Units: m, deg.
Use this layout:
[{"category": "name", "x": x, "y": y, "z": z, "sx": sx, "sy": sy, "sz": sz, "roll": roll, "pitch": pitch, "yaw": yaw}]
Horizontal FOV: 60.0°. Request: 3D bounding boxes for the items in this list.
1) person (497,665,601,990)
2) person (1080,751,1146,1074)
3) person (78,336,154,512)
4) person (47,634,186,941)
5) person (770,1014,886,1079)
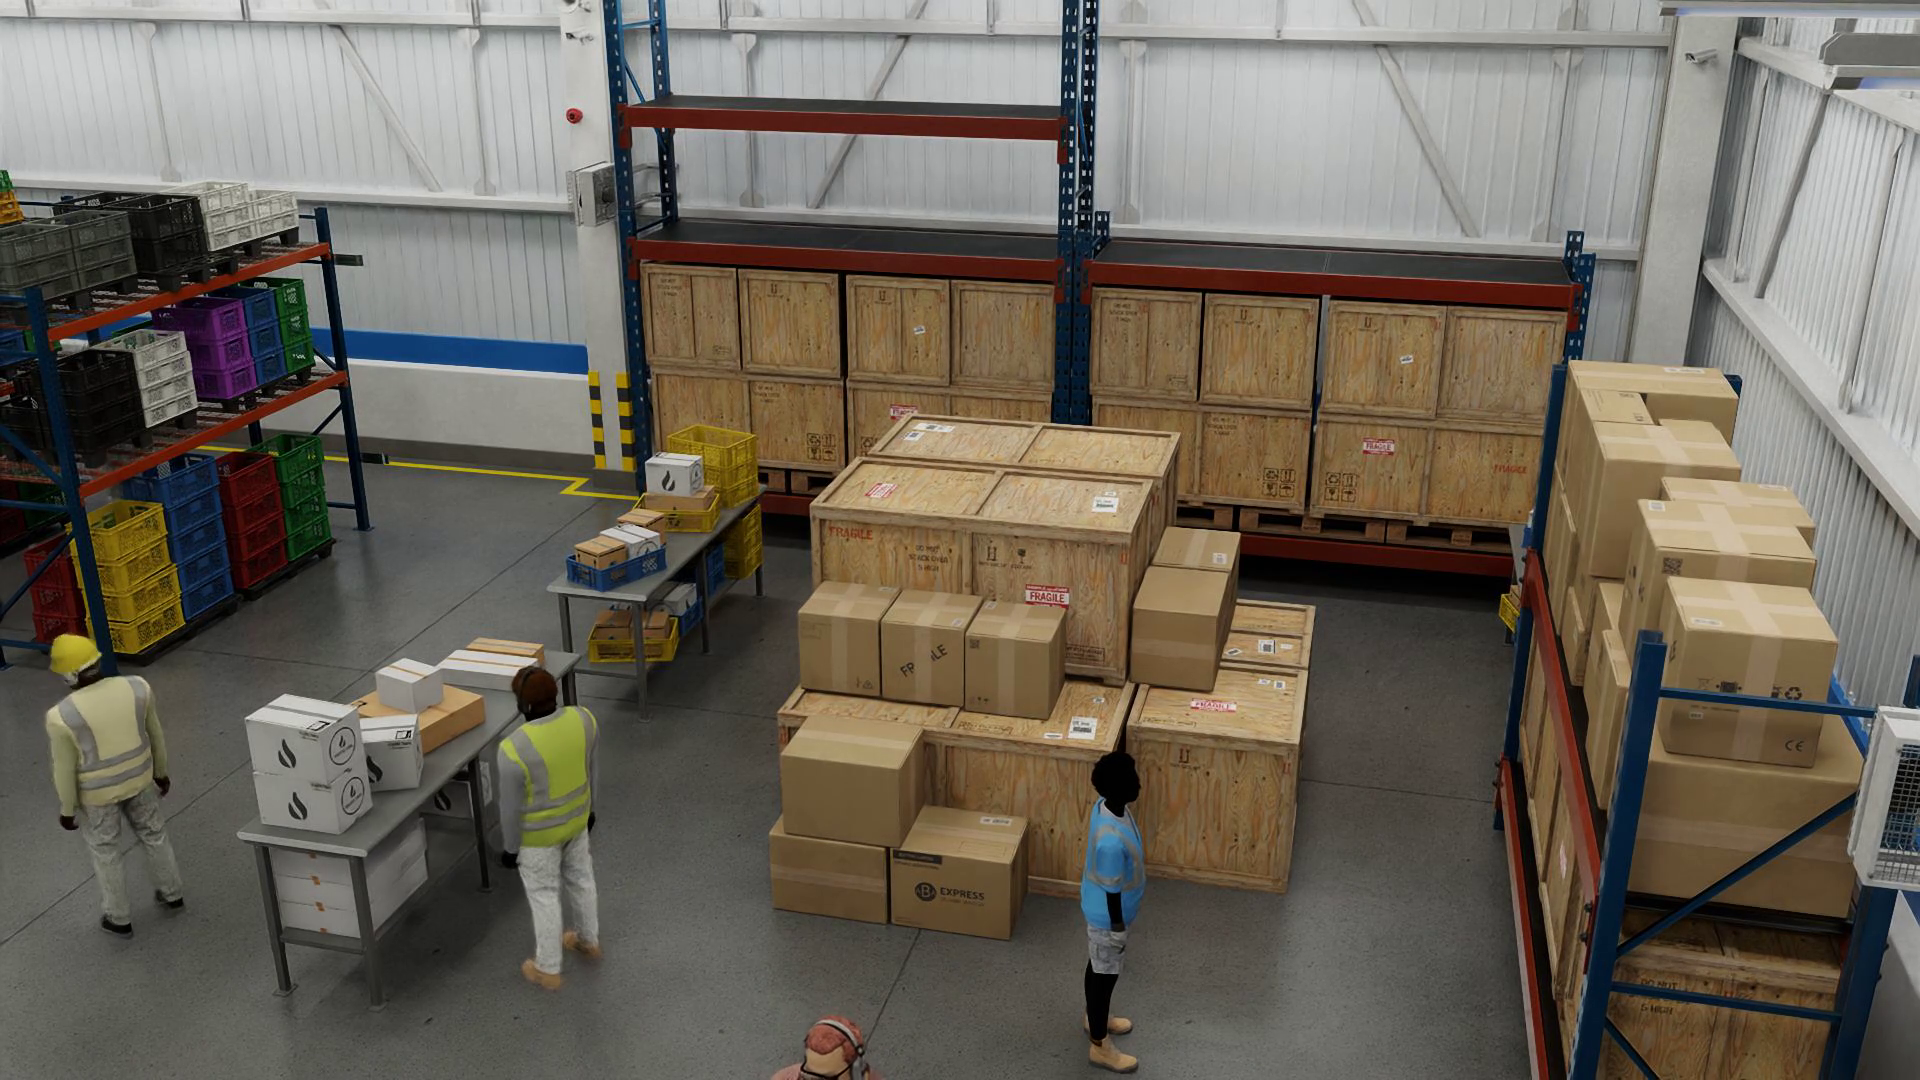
[{"category": "person", "x": -2.188, "y": 1.516, "z": 8.862, "sx": 0.429, "sy": 1.841, "sz": 0.628, "roll": 14, "pitch": 25, "yaw": 32}, {"category": "person", "x": 0.756, "y": 1.821, "z": 8.255, "sx": 0.318, "sy": 1.700, "sz": 0.535, "roll": 1, "pitch": 21, "yaw": 2}, {"category": "person", "x": -7.707, "y": -0.934, "z": 15.197, "sx": 0.689, "sy": 1.902, "sz": 0.418, "roll": -5, "pitch": 22, "yaw": -13}, {"category": "person", "x": -4.740, "y": 1.362, "z": 9.311, "sx": 0.412, "sy": 1.812, "sz": 0.626, "roll": 14, "pitch": 25, "yaw": 32}, {"category": "person", "x": -0.436, "y": 2.551, "z": 6.061, "sx": 0.643, "sy": 1.908, "sz": 0.399, "roll": 7, "pitch": 22, "yaw": 18}]
